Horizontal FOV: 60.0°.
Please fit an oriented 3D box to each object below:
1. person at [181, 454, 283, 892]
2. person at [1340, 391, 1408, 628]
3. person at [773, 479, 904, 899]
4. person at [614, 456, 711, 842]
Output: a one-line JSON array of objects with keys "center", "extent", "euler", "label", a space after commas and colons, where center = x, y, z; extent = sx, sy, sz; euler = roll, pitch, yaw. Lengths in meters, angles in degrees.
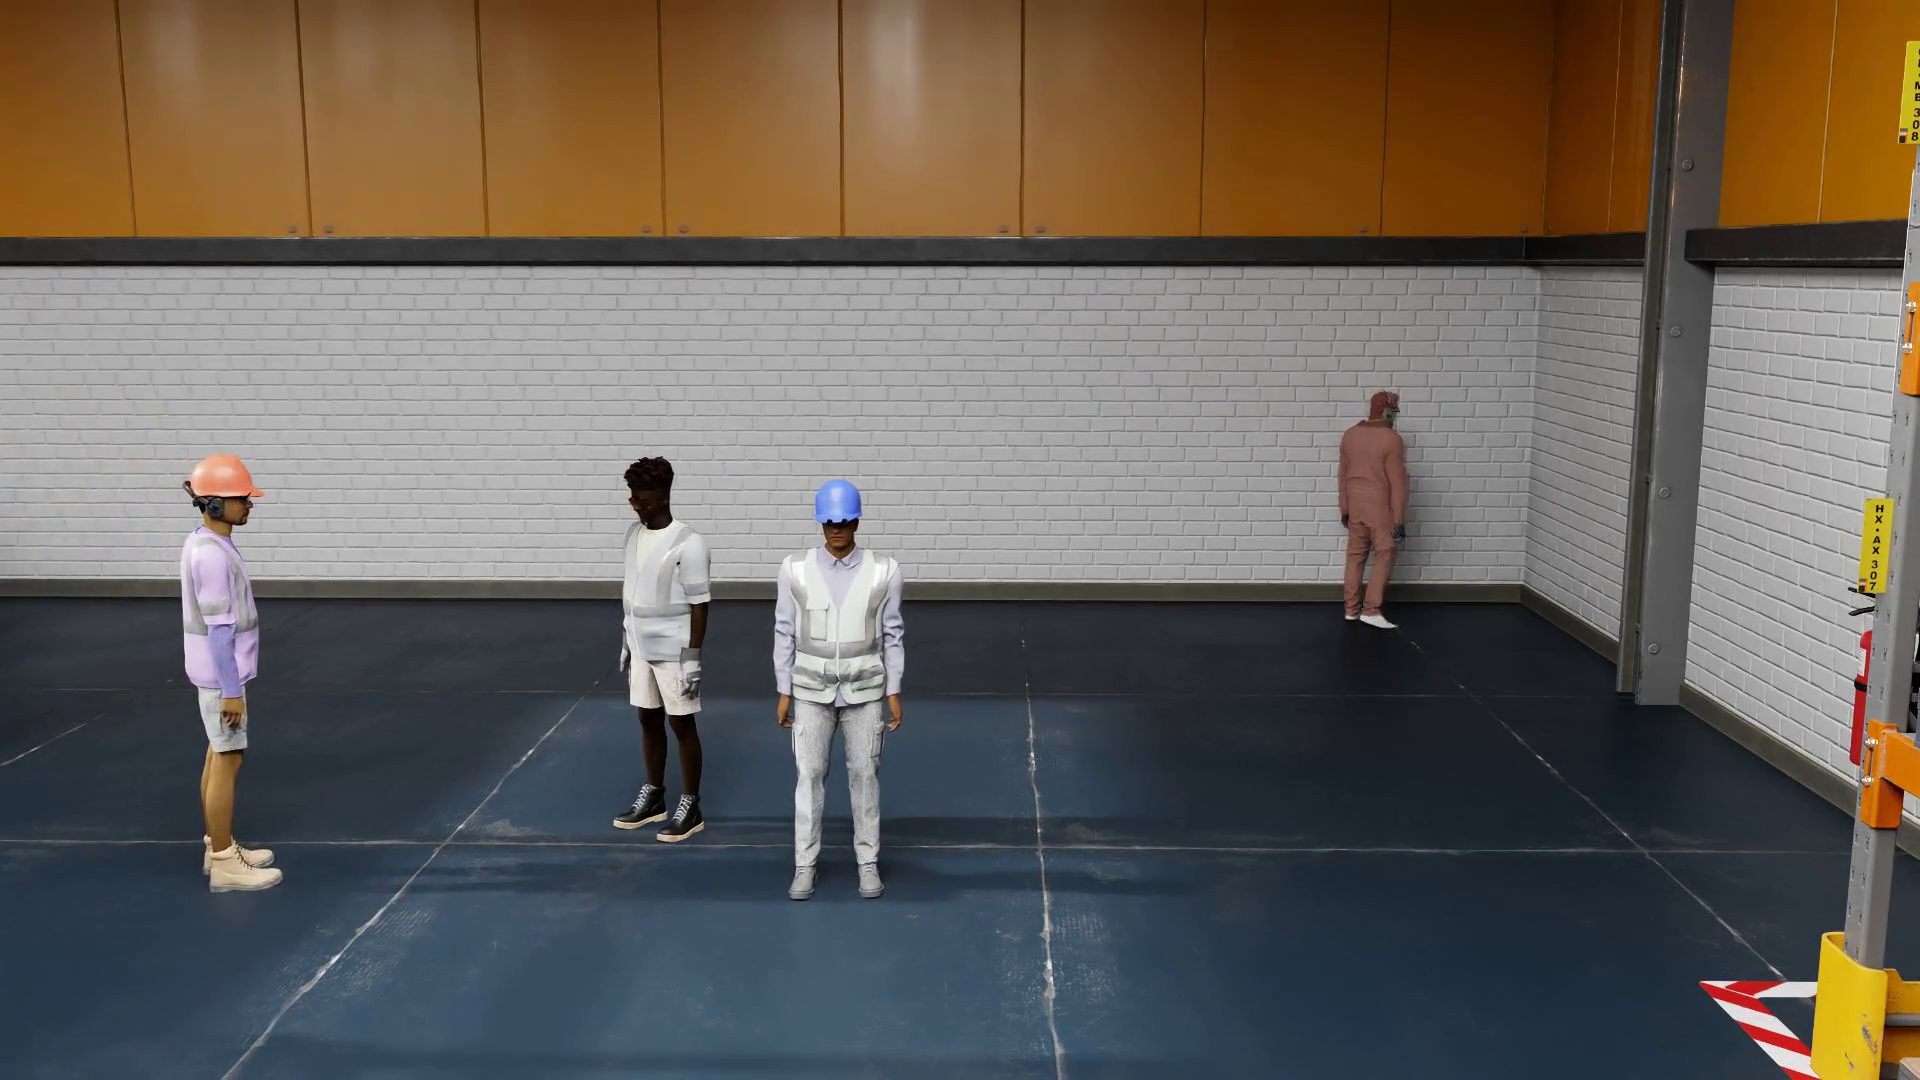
[{"center": [-3.414, 0.613, 7.797], "extent": [0.393, 2.041, 0.614], "euler": [-5, 11, -27], "label": "person"}, {"center": [3.339, -0.243, 13.414], "extent": [0.404, 1.901, 0.708], "euler": [-6, 11, -31], "label": "person"}, {"center": [-0.555, 0.685, 7.645], "extent": [0.602, 1.949, 0.390], "euler": [0, 9, -2], "label": "person"}, {"center": [-1.522, 0.545, 8.454], "extent": [0.603, 1.959, 0.374], "euler": [8, 12, 39], "label": "person"}]
